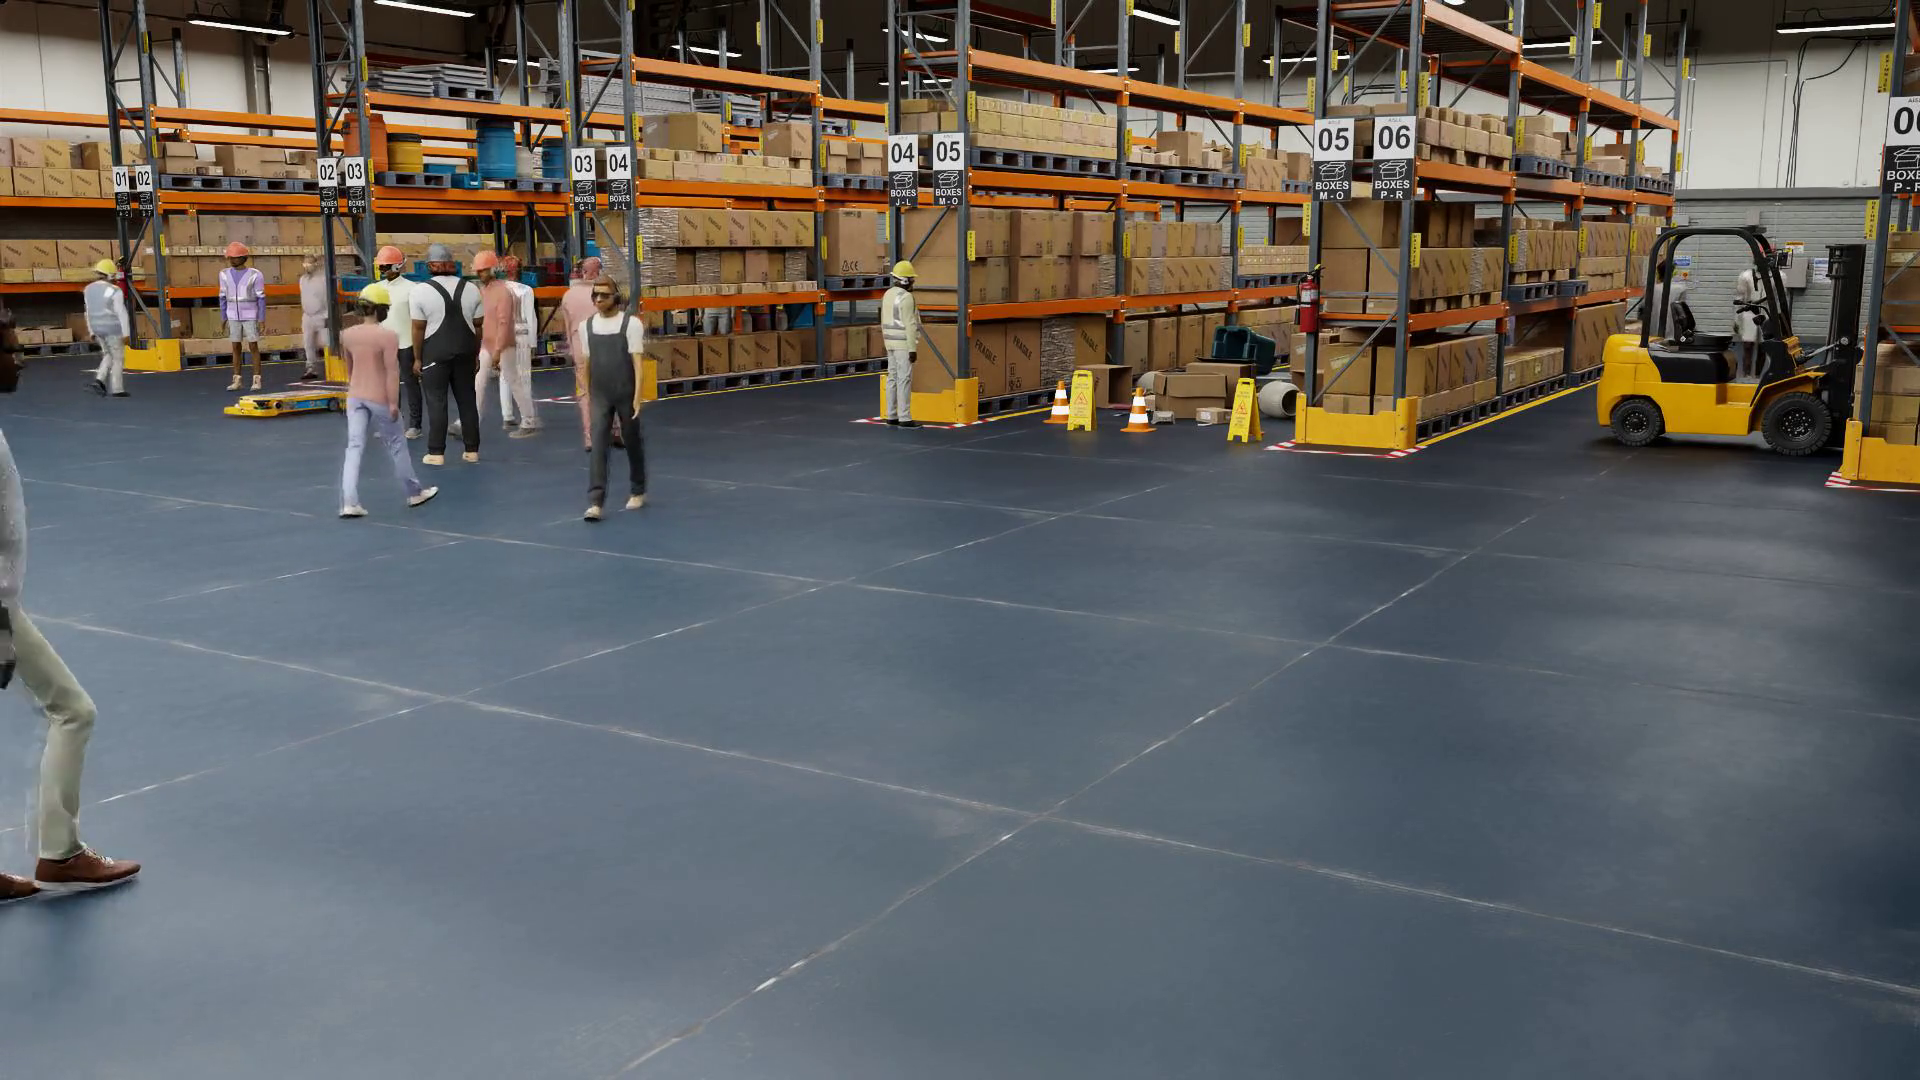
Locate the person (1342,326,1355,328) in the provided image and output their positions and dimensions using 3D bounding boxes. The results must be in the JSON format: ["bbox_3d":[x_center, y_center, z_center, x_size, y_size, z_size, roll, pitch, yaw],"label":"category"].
[{"bbox_3d":[5.493,-2.997,22.767,0.553,1.935,0.361,6,12,32],"label":"person"}]

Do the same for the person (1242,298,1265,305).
[{"bbox_3d":[5.685,-4.546,32.367,0.768,1.614,0.525,-8,13,-37],"label":"person"}]

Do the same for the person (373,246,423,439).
[{"bbox_3d":[-5.828,-2.036,17.228,0.612,1.991,0.391,4,11,21],"label":"person"}]

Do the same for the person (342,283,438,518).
[{"bbox_3d":[-4.351,-1.048,12.447,0.540,1.718,0.900,4,11,19],"label":"person"}]

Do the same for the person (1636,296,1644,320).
[{"bbox_3d":[12.721,-4.387,30.667,0.596,1.890,0.624,8,13,38],"label":"person"}]

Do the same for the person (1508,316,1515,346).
[{"bbox_3d":[9.618,-3.987,28.518,0.671,1.863,0.958,3,11,18],"label":"person"}]

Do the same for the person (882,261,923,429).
[{"bbox_3d":[-0.628,-2.126,18.190,0.403,1.827,0.598,-6,12,-30],"label":"person"}]

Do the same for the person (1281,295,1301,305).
[{"bbox_3d":[6.544,-4.731,32.698,0.607,1.879,0.973,8,13,36],"label":"person"}]

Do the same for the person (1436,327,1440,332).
[{"bbox_3d":[9.044,-4.457,31.814,0.506,1.622,0.470,1,10,3],"label":"person"}]

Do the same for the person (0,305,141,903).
[{"bbox_3d":[-2.859,0.202,5.085,0.565,1.847,0.673,9,14,43],"label":"person"}]

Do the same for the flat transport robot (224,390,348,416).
[{"bbox_3d":[-7.965,-1.647,19.867,0.652,0.197,1.431,6,12,29],"label":"flat transport robot"}]

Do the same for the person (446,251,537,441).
[{"bbox_3d":[-4.806,-1.965,16.984,0.638,1.928,1.049,10,14,43],"label":"person"}]

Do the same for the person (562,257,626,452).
[{"bbox_3d":[-3.538,-1.808,16.248,0.639,1.888,0.530,2,10,14],"label":"person"}]

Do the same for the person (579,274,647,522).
[{"bbox_3d":[-2.572,-1.060,12.325,0.510,1.799,0.970,1,10,4],"label":"person"}]

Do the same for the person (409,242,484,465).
[{"bbox_3d":[-4.746,-1.716,15.298,0.684,2.000,0.538,-8,13,-40],"label":"person"}]

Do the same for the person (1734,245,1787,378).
[{"bbox_3d":[10.831,-2.984,22.523,0.632,1.987,1.034,4,11,23],"label":"person"}]

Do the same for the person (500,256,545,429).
[{"bbox_3d":[-4.842,-2.140,18.118,0.575,1.882,0.360,4,11,23],"label":"person"}]

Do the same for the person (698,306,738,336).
[{"bbox_3d":[-3.672,-3.435,25.256,0.632,1.932,0.372,0,10,3],"label":"person"}]

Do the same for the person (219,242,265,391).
[{"bbox_3d":[-9.828,-3.047,22.772,0.605,2.036,0.393,0,10,-2],"label":"person"}]

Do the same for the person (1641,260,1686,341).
[{"bbox_3d":[8.726,-2.556,20.649,0.518,1.823,0.997,5,11,28],"label":"person"}]

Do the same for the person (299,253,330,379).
[{"bbox_3d":[-9.604,-3.363,24.973,0.645,1.881,0.727,3,11,18],"label":"person"}]

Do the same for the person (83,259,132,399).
[{"bbox_3d":[-11.021,-2.724,21.572,0.612,1.813,0.423,4,11,19],"label":"person"}]

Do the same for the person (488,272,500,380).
[{"bbox_3d":[-6.779,-3.173,24.477,0.549,1.658,0.620,10,14,44],"label":"person"}]

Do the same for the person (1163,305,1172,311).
[{"bbox_3d":[4.469,-5.511,37.019,1.037,1.890,0.545,7,12,33],"label":"person"}]
